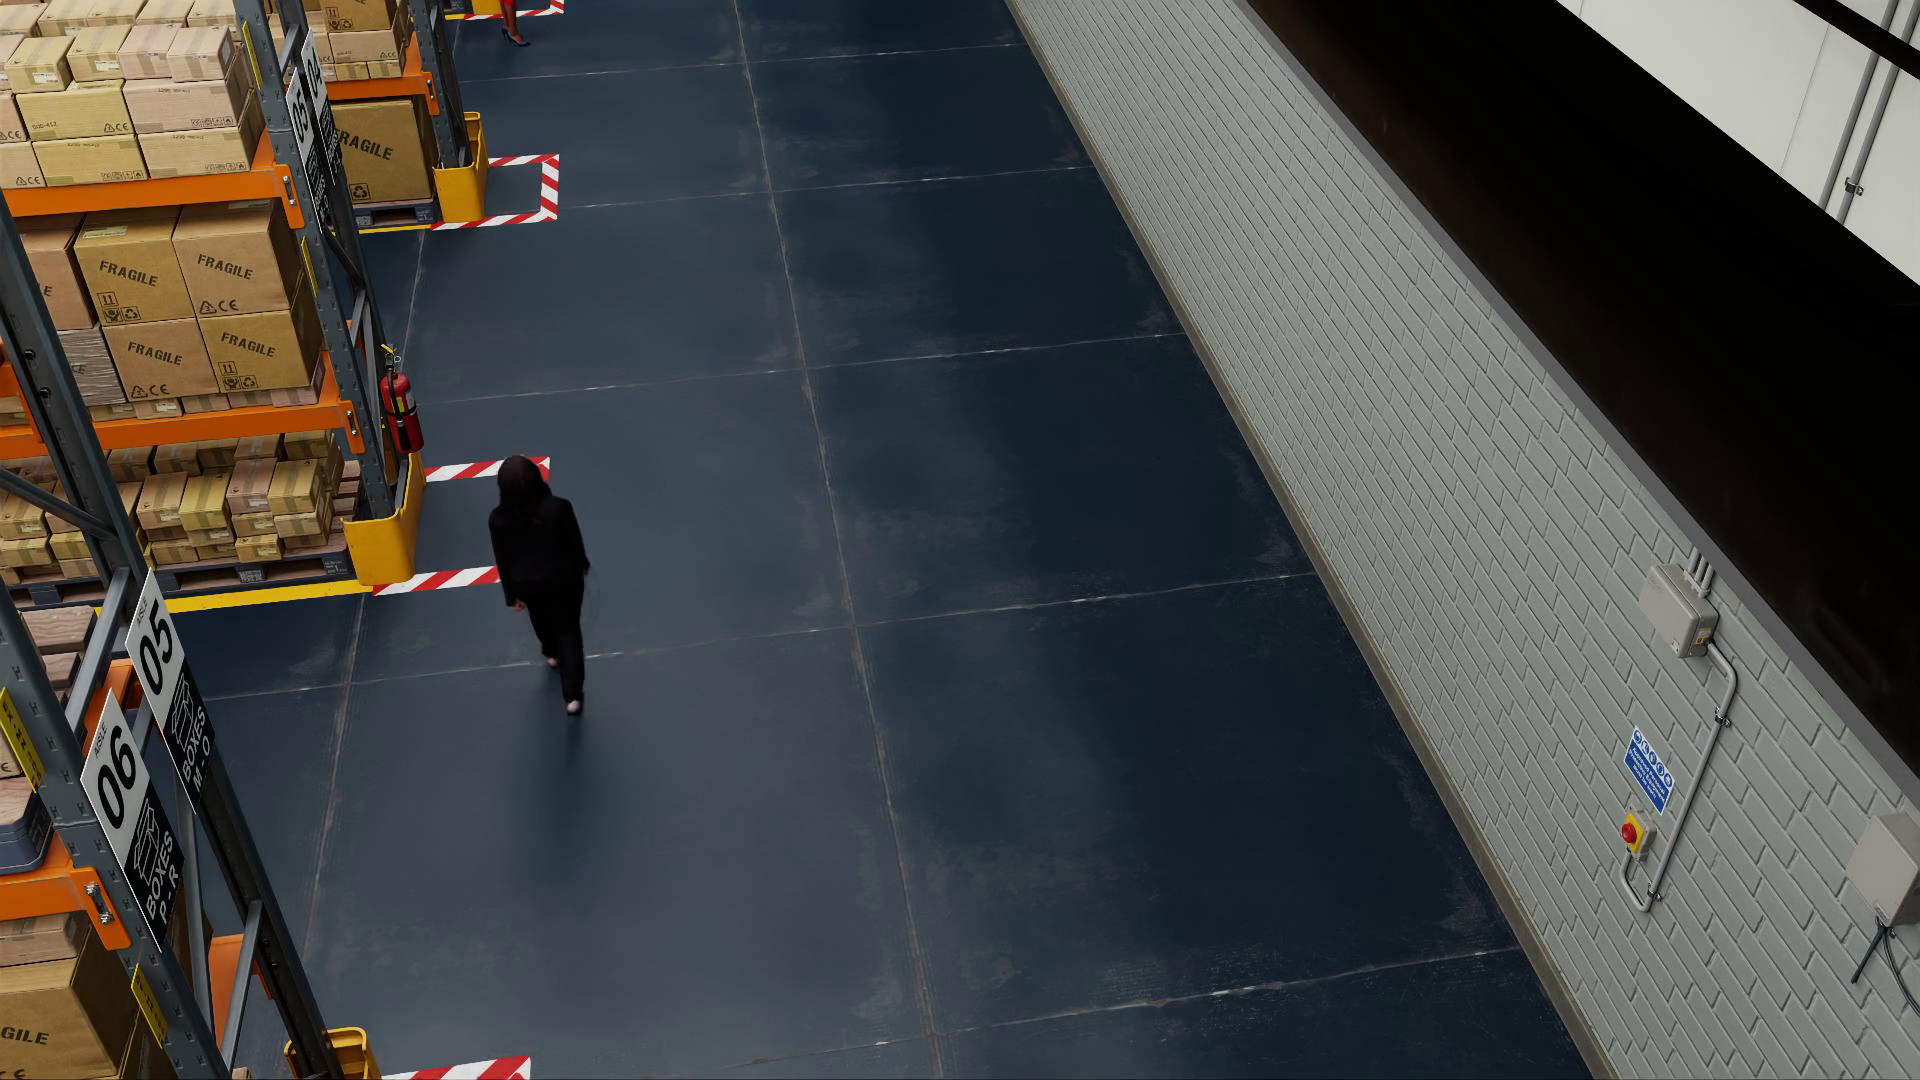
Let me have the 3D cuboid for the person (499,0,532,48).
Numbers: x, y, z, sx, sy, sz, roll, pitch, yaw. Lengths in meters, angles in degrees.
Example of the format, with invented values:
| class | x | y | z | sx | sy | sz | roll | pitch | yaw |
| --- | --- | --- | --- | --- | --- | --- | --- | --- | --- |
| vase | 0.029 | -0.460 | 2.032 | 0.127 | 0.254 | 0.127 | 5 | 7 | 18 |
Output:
| class | x | y | z | sx | sy | sz | roll | pitch | yaw |
| --- | --- | --- | --- | --- | --- | --- | --- | --- | --- |
| person | -4.704 | -5.971 | 17.091 | 0.587 | 1.744 | 0.620 | -17 | 41 | -21 |

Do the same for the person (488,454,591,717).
| class | x | y | z | sx | sy | sz | roll | pitch | yaw |
| --- | --- | --- | --- | --- | --- | --- | --- | --- | --- |
| person | -2.285 | 0.280 | 9.234 | 1.013 | 1.581 | 0.713 | -7 | 39 | -9 |
